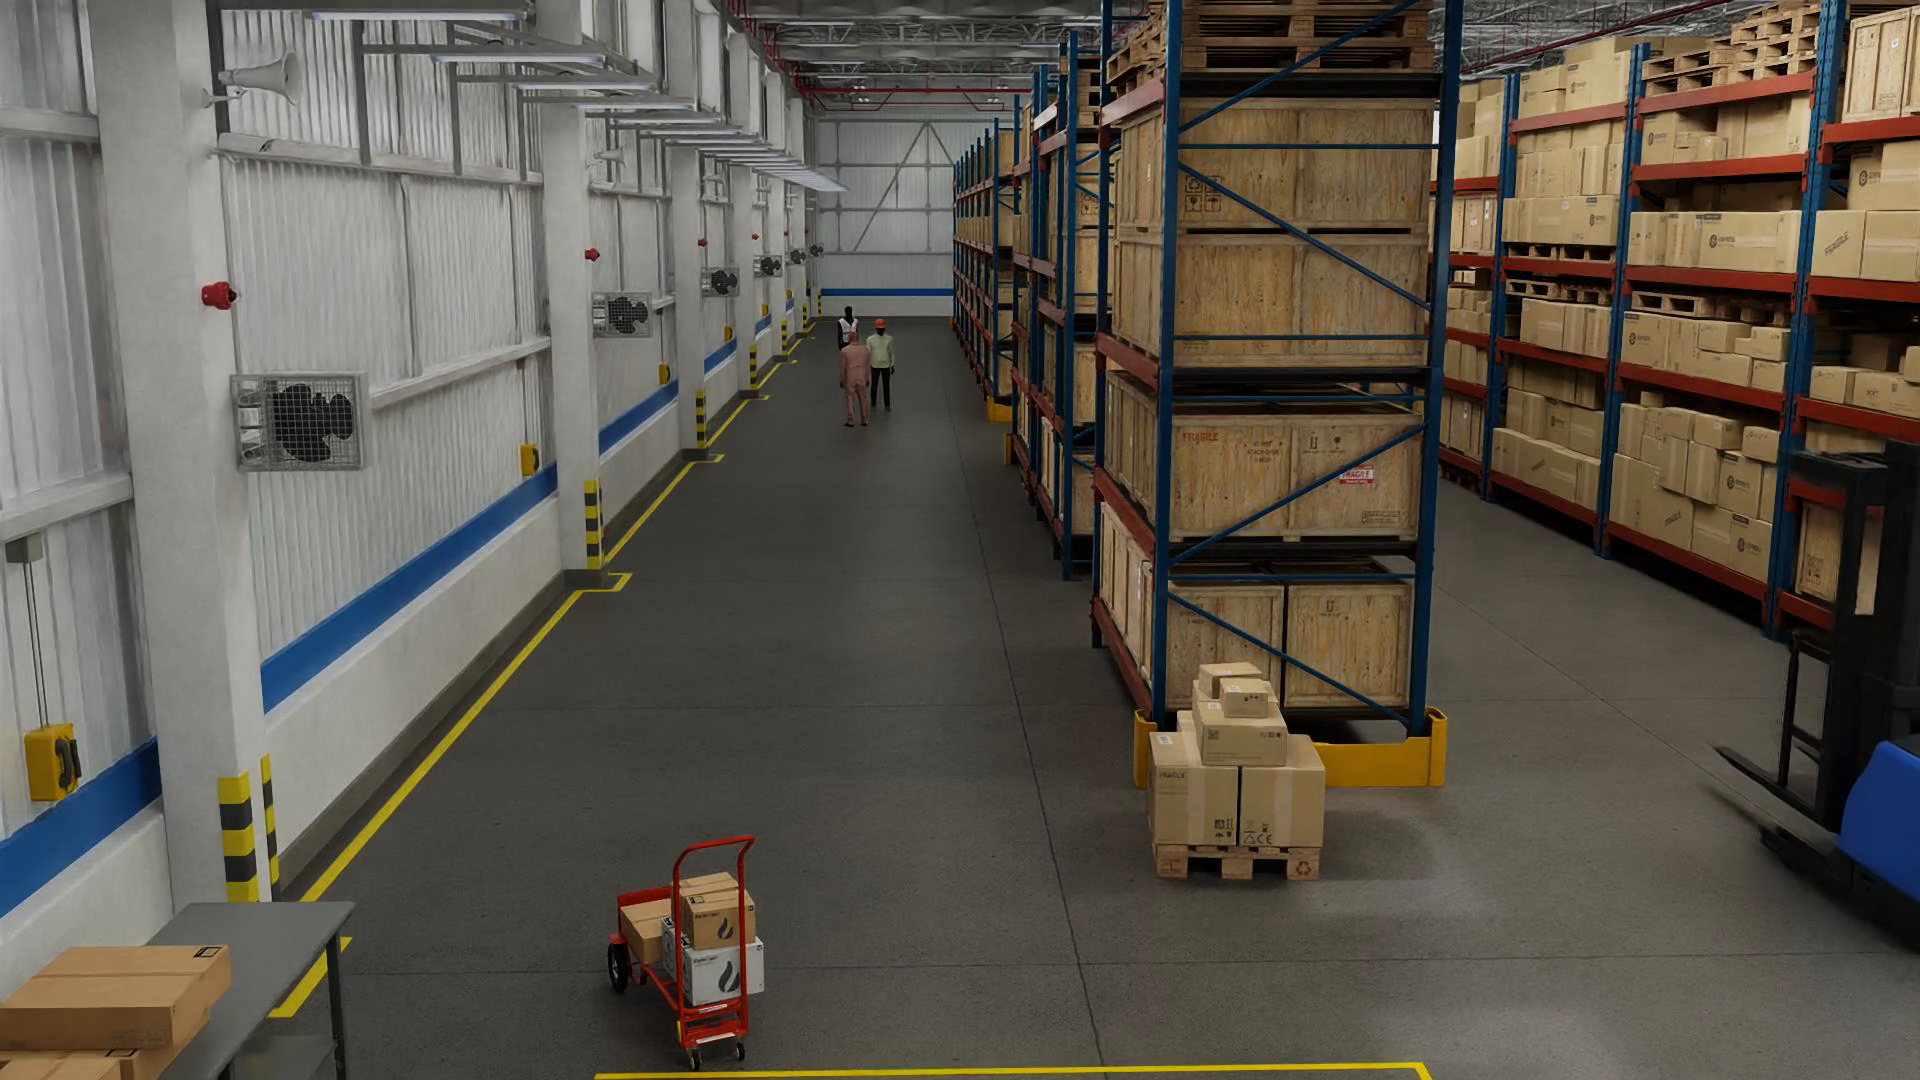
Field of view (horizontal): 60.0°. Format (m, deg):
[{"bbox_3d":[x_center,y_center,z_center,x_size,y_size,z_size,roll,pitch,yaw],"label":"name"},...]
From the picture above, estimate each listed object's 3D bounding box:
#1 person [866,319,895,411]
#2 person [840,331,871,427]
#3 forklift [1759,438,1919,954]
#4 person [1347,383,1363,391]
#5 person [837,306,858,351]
[{"bbox_3d":[-1.708,-3.748,35.689,0.618,1.986,0.409,-3,11,-14],"label":"person"},{"bbox_3d":[-2.095,-3.200,33.045,0.651,1.904,0.402,-5,12,-25],"label":"person"},{"bbox_3d":[5.808,0.798,9.699,1.129,2.768,1.873,0,11,-2],"label":"forklift"},{"bbox_3d":[5.418,-1.259,22.954,0.639,1.898,0.462,3,11,17],"label":"person"},{"bbox_3d":[-2.866,-5.020,42.507,0.591,1.910,0.388,-8,14,-37],"label":"person"}]
